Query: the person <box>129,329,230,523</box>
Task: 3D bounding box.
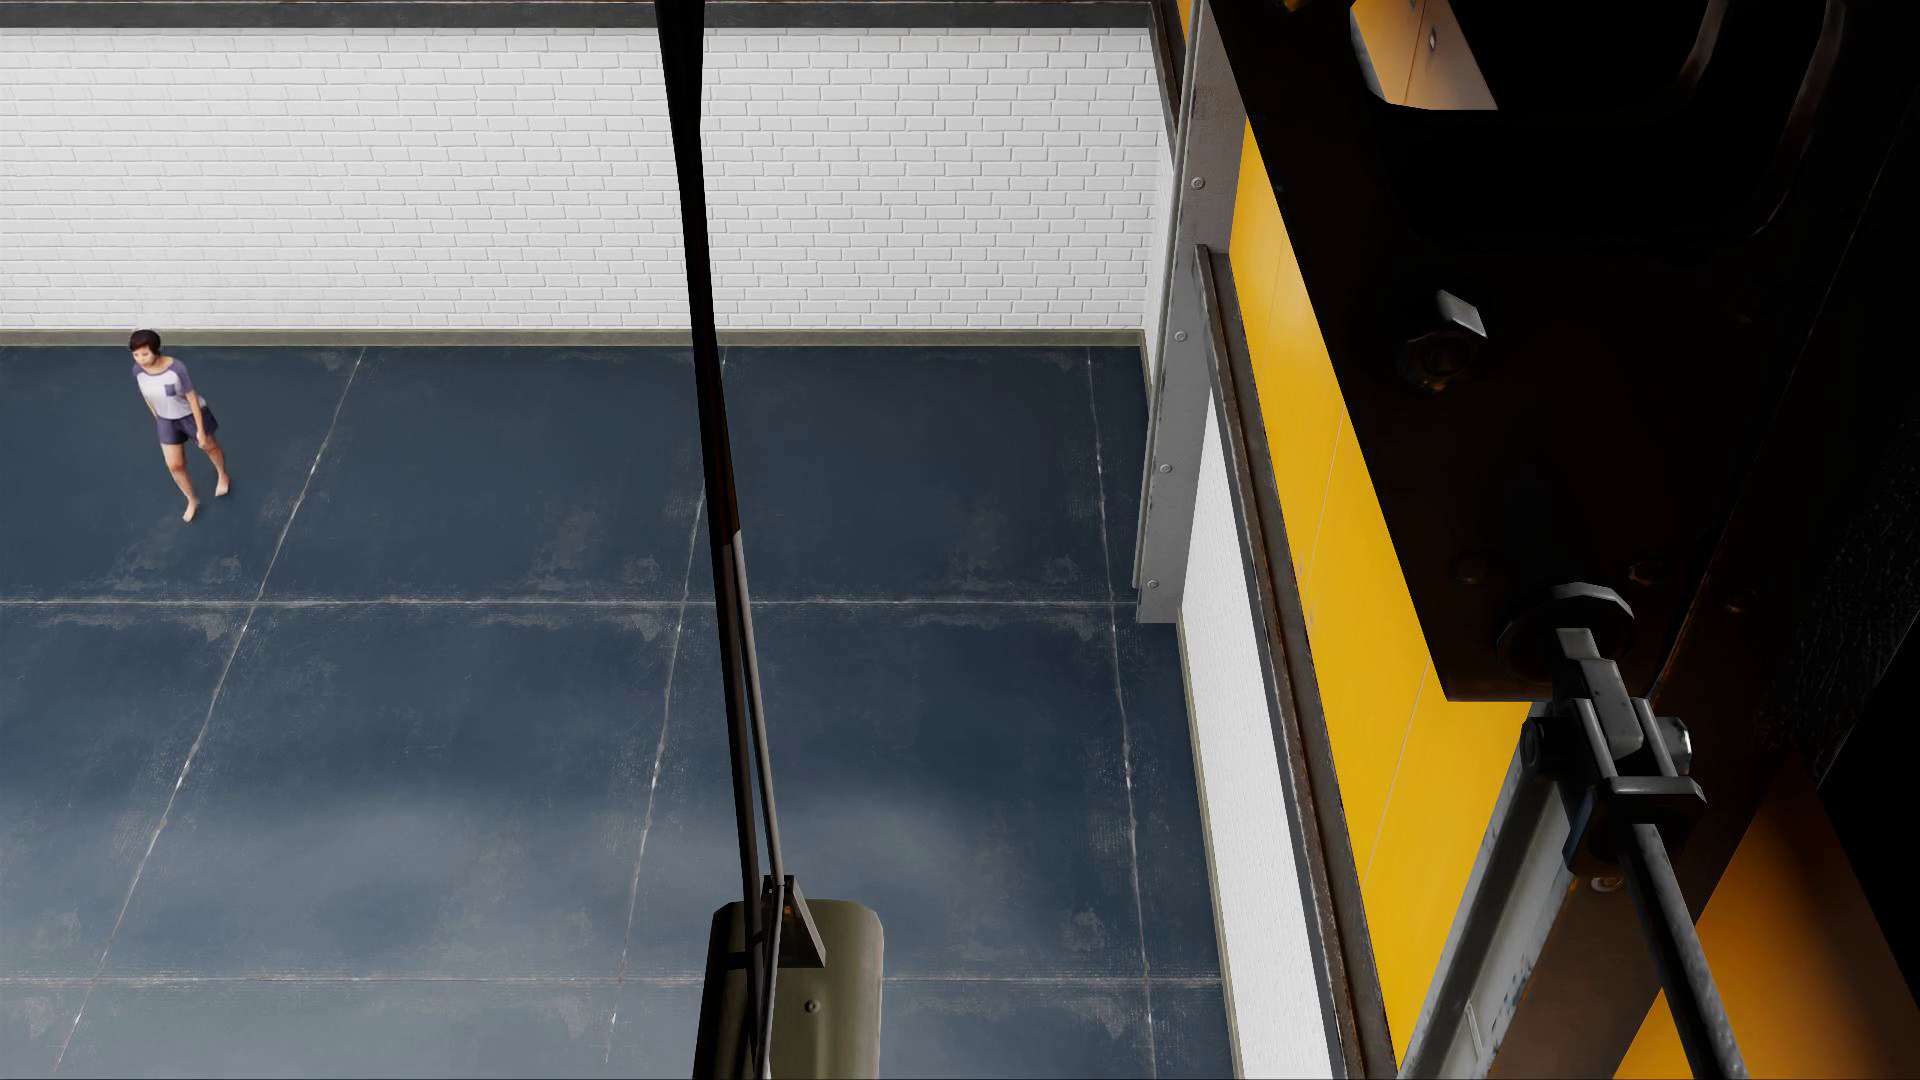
[{"bbox_3d":[-5.585,-0.940,11.980,0.591,1.546,0.751,-4,44,-4],"label":"person"}]
